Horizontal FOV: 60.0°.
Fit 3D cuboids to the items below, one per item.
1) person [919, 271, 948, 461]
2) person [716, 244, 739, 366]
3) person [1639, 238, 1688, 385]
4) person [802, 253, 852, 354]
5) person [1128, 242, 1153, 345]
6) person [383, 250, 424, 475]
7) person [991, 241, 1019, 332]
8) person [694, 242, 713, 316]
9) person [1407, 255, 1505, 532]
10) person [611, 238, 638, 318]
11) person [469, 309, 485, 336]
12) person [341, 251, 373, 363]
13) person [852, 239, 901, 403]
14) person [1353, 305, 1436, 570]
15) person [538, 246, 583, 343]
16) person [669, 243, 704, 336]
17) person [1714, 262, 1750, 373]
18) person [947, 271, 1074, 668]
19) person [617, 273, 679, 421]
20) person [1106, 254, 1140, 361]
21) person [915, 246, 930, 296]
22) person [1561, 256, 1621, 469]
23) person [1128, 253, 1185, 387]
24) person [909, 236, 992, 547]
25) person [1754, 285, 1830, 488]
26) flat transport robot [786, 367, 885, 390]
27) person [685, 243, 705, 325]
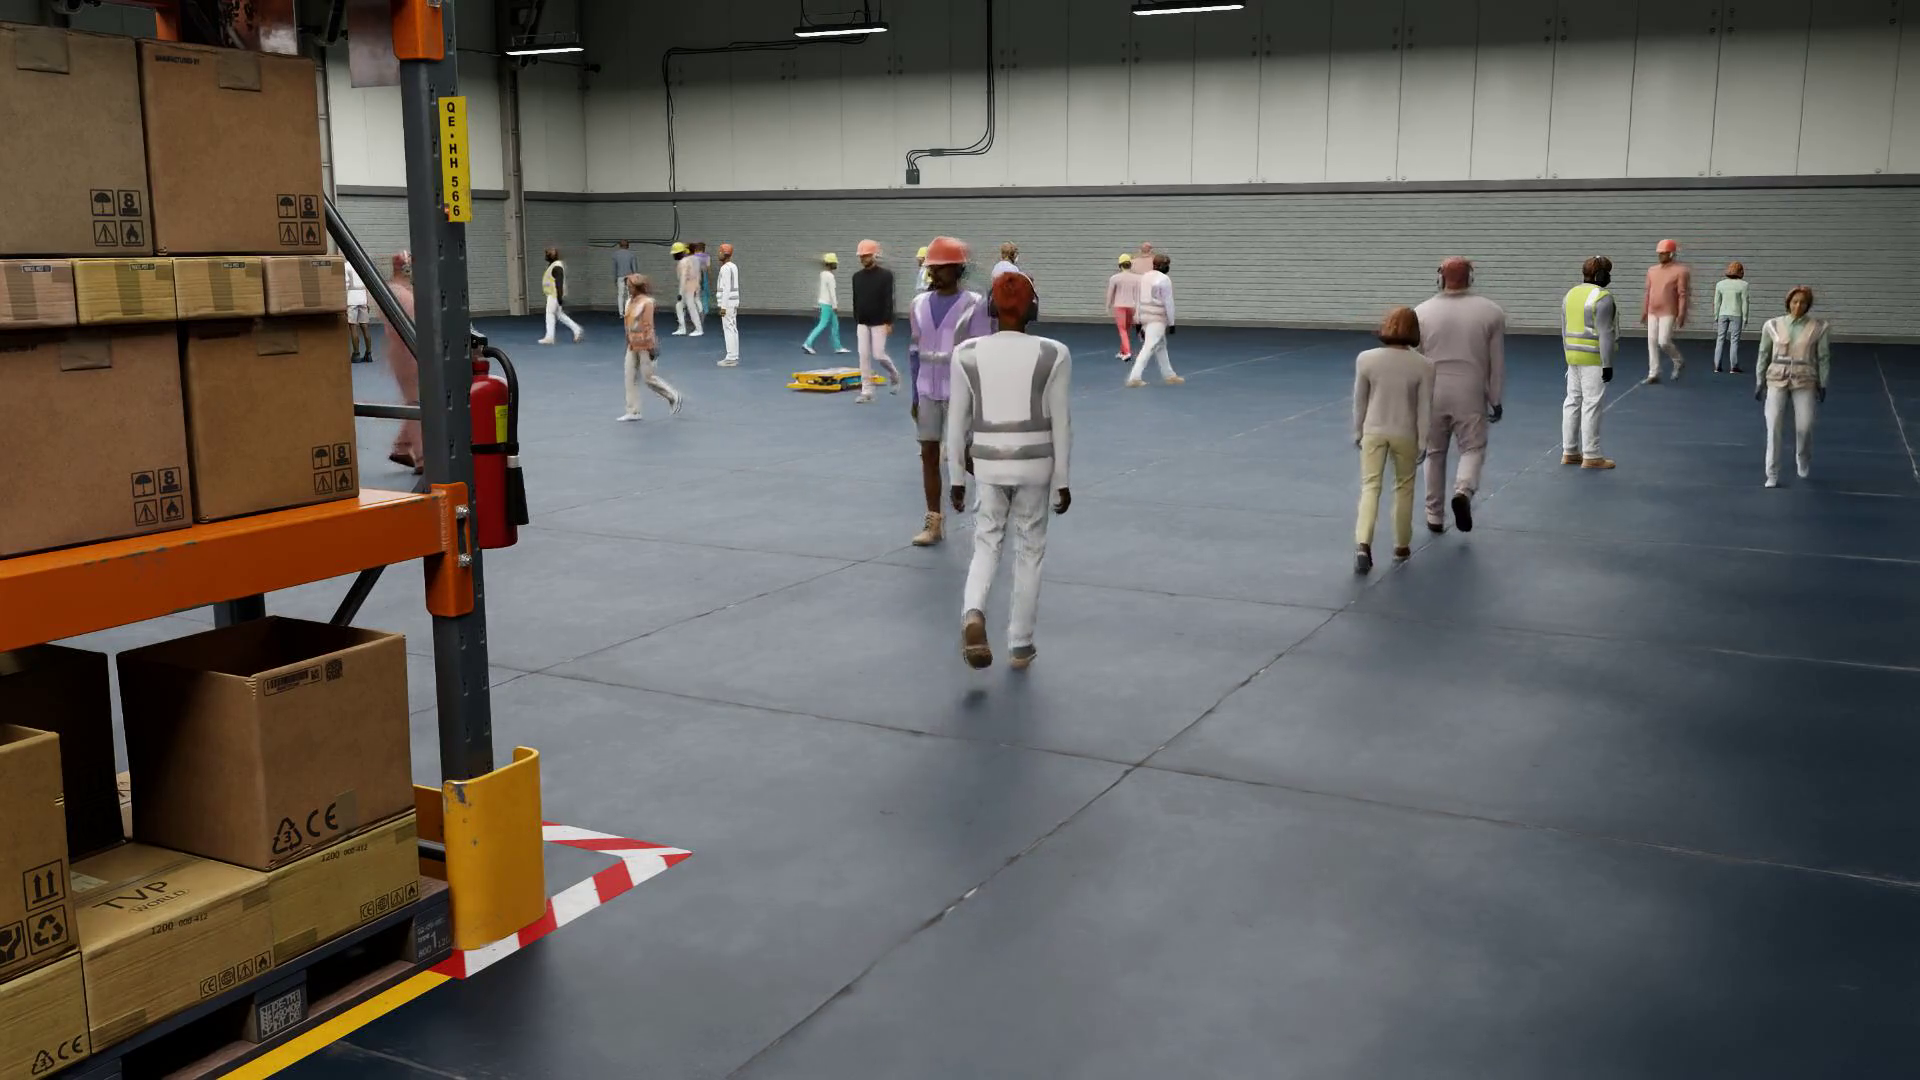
[{"bbox_3d":[-0.178,-1.588,15.006,0.531,1.753,0.463,-3,11,-18],"label":"person"},{"bbox_3d":[-3.611,-3.643,25.839,0.343,1.882,0.585,1,10,6],"label":"person"},{"bbox_3d":[9.570,-3.092,22.575,0.532,1.978,0.620,-5,12,-27],"label":"person"},{"bbox_3d":[-2.308,-4.030,28.375,0.823,1.730,0.535,-2,11,-13],"label":"person"},{"bbox_3d":[3.395,-4.507,30.514,0.665,1.891,0.538,5,12,26],"label":"person"},{"bbox_3d":[-4.602,-1.488,14.041,0.472,1.901,0.671,-4,11,-19],"label":"person"},{"bbox_3d":[0.650,-3.054,22.480,0.372,1.939,0.631,-5,12,-27],"label":"person"},{"bbox_3d":[-6.542,-6.588,42.009,0.570,1.840,0.375,4,11,18],"label":"person"},{"bbox_3d":[3.312,-0.966,11.200,0.665,1.890,0.592,3,11,18],"label":"person"},{"bbox_3d":[-8.190,-6.397,40.707,0.630,1.940,0.373,1,10,4],"label":"person"},{"bbox_3d":[-9.724,-4.847,32.528,0.879,1.832,0.531,-3,11,-17],"label":"person"},{"bbox_3d":[-9.615,-3.769,26.381,0.373,1.934,0.552,6,12,29],"label":"person"},{"bbox_3d":[-1.024,-2.651,20.181,0.625,1.975,0.632,6,12,31],"label":"person"},{"bbox_3d":[2.632,-0.630,10.162,0.498,1.602,0.809,4,11,21],"label":"person"},{"bbox_3d":[-7.556,-4.611,31.313,0.783,1.819,0.630,-3,11,-18],"label":"person"},{"bbox_3d":[-5.509,-5.013,33.343,0.761,1.863,0.607,-3,11,-18],"label":"person"},{"bbox_3d":[11.401,-3.288,24.584,0.279,1.633,0.504,-9,14,-41],"label":"person"},{"bbox_3d":[0.223,-0.296,7.647,0.582,1.865,0.666,3,11,14],"label":"person"},{"bbox_3d":[-3.434,-2.108,18.195,0.653,1.613,0.523,-9,14,-41],"label":"person"},{"bbox_3d":[2.667,-3.759,26.902,0.550,1.725,0.898,-3,11,-15],"label":"person"},{"bbox_3d":[-0.523,-4.277,29.446,0.560,1.820,0.619,-2,11,-13],"label":"person"},{"bbox_3d":[5.513,-1.548,14.530,0.429,1.844,0.623,-3,11,-14],"label":"person"},{"bbox_3d":[2.622,-2.932,22.251,0.976,1.787,0.633,-5,11,-25],"label":"person"},{"bbox_3d":[-0.036,-0.991,11.015,0.611,2.022,0.800,6,12,31],"label":"person"},{"bbox_3d":[6.719,-1.242,13.448,0.534,1.627,0.565,6,12,30],"label":"person"},{"bbox_3d":[-1.642,-2.150,22.097,0.652,0.197,1.431,5,12,28],"label":"flat transport robot"},{"bbox_3d":[-6.013,-5.785,37.613,0.548,1.849,0.460,-7,13,-34],"label":"person"}]
